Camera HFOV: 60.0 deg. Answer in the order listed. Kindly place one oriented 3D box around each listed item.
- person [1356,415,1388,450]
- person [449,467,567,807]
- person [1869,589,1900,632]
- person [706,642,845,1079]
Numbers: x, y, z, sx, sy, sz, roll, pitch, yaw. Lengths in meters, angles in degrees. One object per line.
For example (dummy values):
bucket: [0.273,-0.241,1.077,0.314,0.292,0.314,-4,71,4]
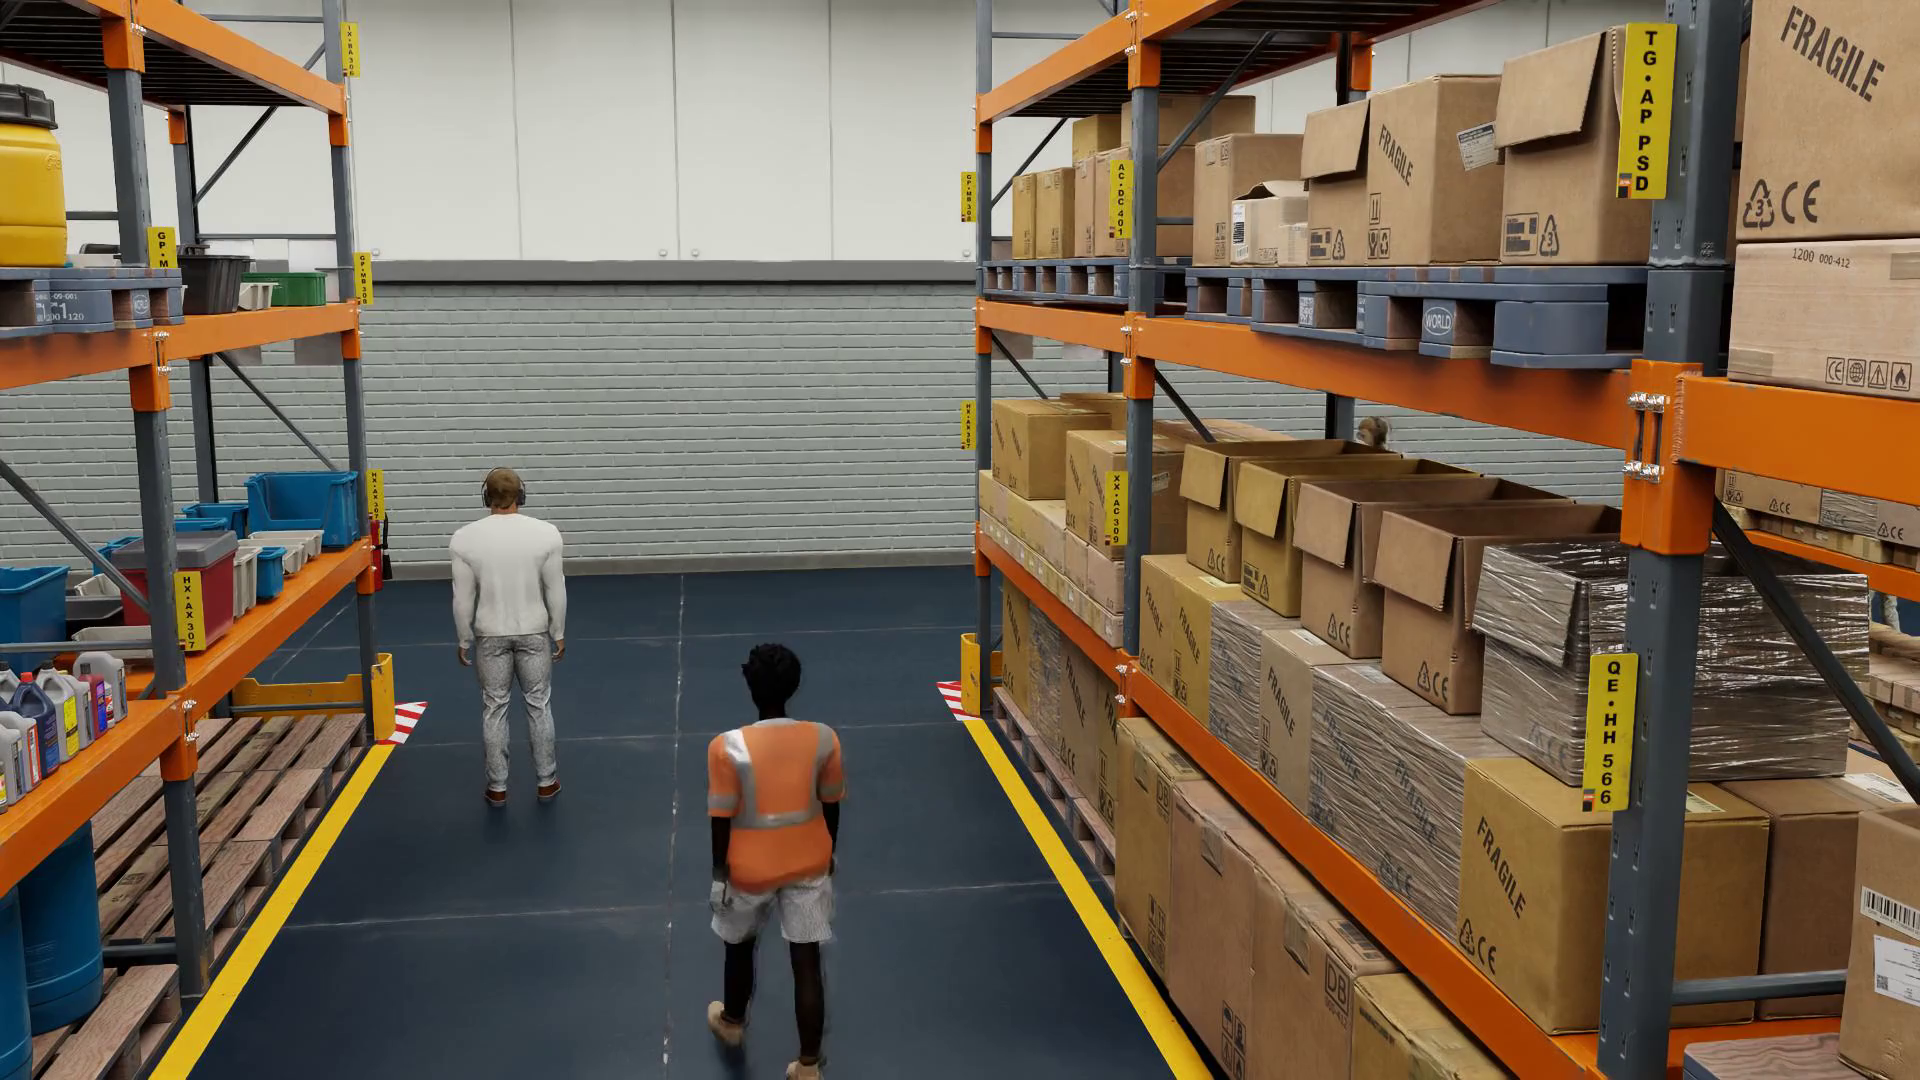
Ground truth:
person: [3.230,-0.031,13.116,0.843,1.906,0.651,-1,9,-4]
person: [-2.546,0.550,9.436,0.627,1.934,0.372,-3,10,-15]
person: [6.611,0.173,12.001,0.515,1.858,0.326,-2,9,-10]
person: [-0.720,1.197,6.259,0.559,1.659,0.810,-4,10,-25]
